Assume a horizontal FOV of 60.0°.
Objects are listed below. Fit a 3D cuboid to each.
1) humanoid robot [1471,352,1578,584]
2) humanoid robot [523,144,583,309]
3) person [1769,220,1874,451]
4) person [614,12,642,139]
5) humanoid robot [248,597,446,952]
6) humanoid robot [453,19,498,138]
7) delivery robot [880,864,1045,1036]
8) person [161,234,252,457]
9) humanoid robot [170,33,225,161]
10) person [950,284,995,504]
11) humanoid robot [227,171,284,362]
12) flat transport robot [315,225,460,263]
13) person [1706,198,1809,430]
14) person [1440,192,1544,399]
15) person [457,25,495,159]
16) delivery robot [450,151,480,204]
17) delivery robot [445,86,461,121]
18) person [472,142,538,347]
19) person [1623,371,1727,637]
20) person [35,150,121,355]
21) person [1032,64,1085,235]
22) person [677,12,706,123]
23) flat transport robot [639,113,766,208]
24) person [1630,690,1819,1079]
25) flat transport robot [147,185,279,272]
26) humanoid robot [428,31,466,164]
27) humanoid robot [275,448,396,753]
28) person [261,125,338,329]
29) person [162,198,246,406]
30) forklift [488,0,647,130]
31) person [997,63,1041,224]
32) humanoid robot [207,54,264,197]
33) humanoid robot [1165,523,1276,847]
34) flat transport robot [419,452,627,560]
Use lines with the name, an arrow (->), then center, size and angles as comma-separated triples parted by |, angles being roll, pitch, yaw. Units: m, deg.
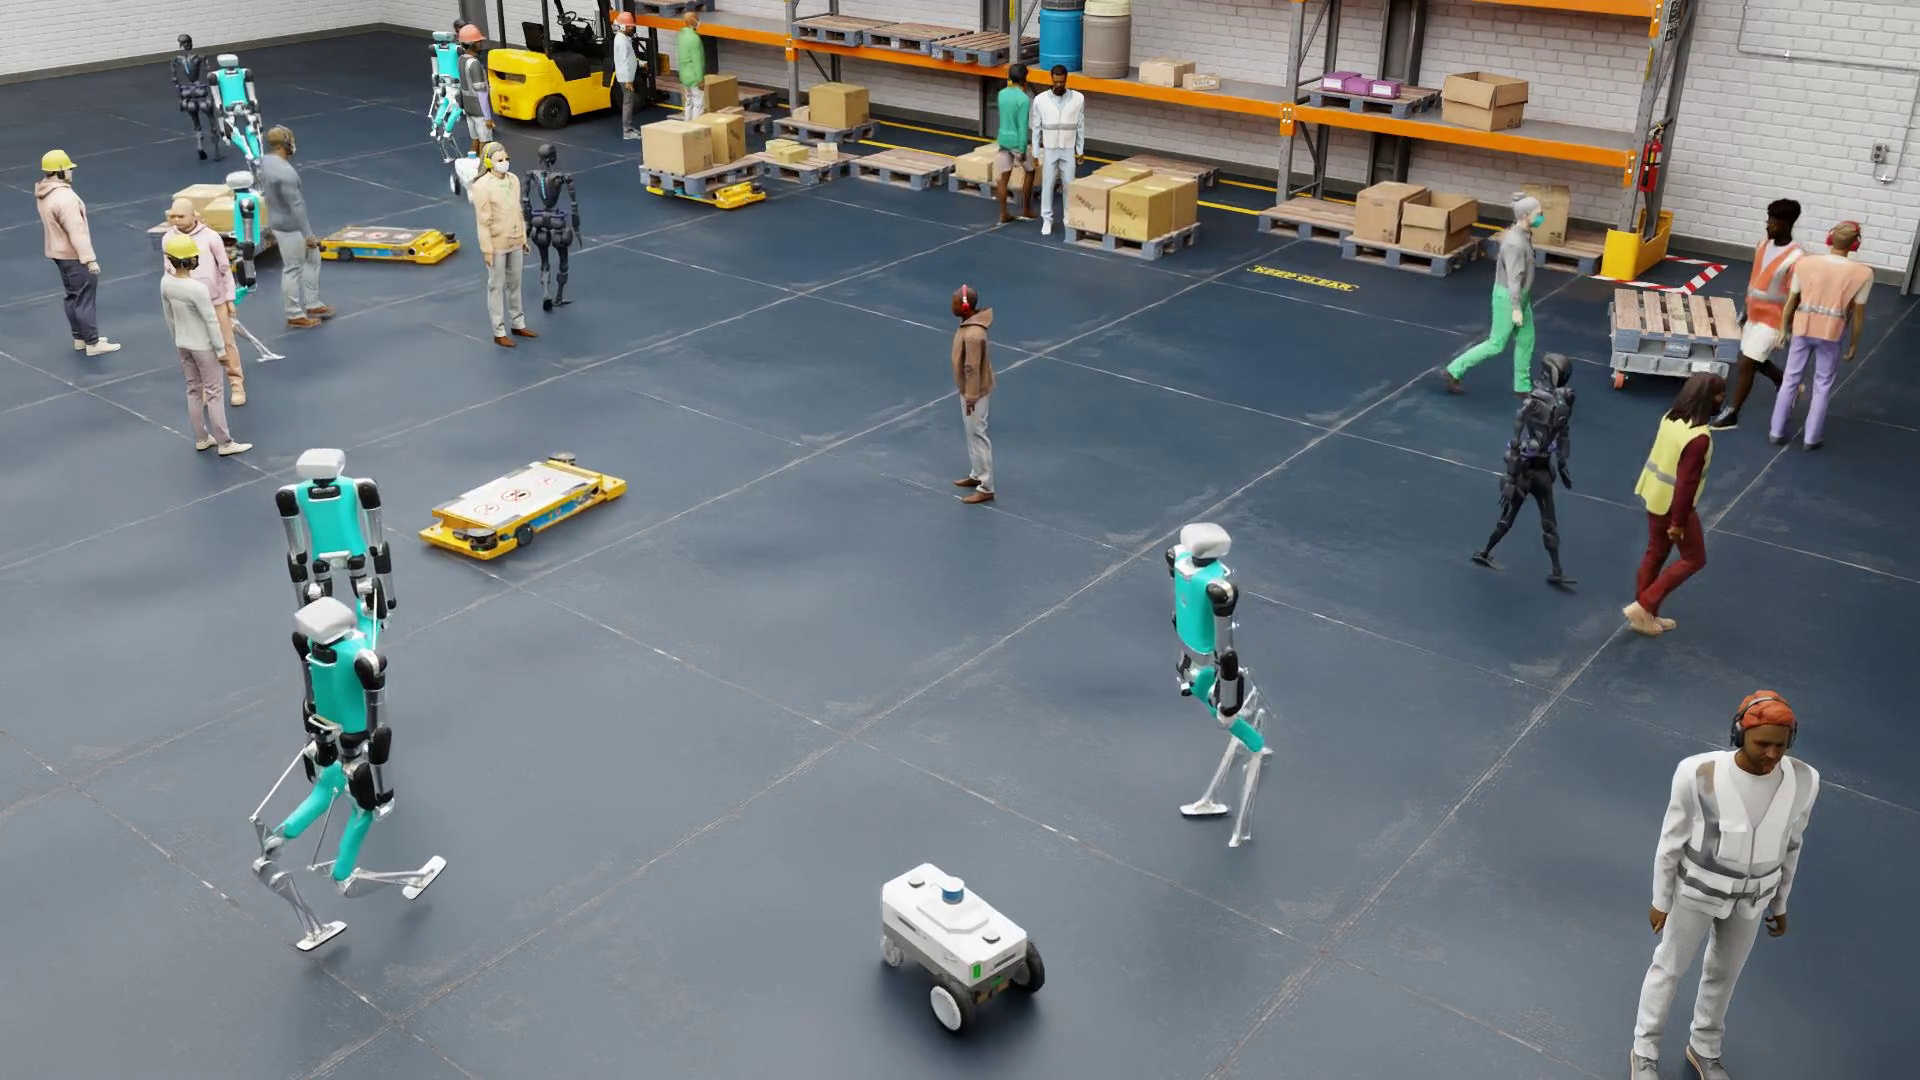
humanoid robot -> 3.805, -0.472, 10.972 | 0.601, 1.623, 0.752 | -16, 30, -30
humanoid robot -> -4.038, -3.065, 16.331 | 0.613, 1.644, 0.499 | 4, 26, 9
person -> 6.739, -1.592, 13.069 | 0.571, 1.835, 0.383 | 16, 30, 30
person -> -4.669, -6.538, 23.422 | 0.349, 1.738, 0.571 | -5, 26, -10
humanoid robot -> -2.878, 1.123, 7.551 | 0.546, 1.738, 1.005 | 16, 30, 29
humanoid robot -> -6.840, -6.473, 23.372 | 0.401, 1.637, 0.612 | 8, 27, 16
delivery robot -> -0.028, 1.795, 7.514 | 0.499, 0.587, 0.788 | -21, 33, -36
person -> -5.928, -1.518, 12.991 | 0.532, 1.767, 0.310 | 13, 29, 26
humanoid robot -> -10.139, -5.883, 22.127 | 0.589, 1.645, 0.376 | -2, 26, -4
person -> 0.092, -1.085, 12.241 | 0.321, 1.641, 0.477 | -4, 26, -8
humanoid robot -> -6.620, -2.362, 14.799 | 0.967, 1.766, 0.550 | -10, 28, -20
flat transport robot -> -6.320, -3.245, 18.291 | 1.431, 0.231, 0.659 | 4, 26, 8
person -> 6.579, -1.819, 13.428 | 0.825, 1.933, 0.631 | -3, 26, -7
person -> 4.617, -2.052, 14.053 | 0.837, 1.807, 0.513 | 13, 29, 24
person -> -5.907, -5.281, 20.468 | 0.366, 2.048, 0.606 | -17, 31, -31
delivery robot -> -5.996, -4.502, 20.543 | 0.499, 0.575, 0.759 | -12, 28, -24
delivery robot -> -7.565, -6.606, 24.895 | 0.499, 0.570, 0.750 | 2, 26, 4
person -> -4.239, -2.752, 15.424 | 0.398, 1.875, 0.554 | 15, 29, 28
person -> 4.424, -0.209, 10.291 | 0.434, 1.757, 0.468 | -1, 26, -3
person -> -8.091, -2.604, 15.143 | 0.428, 1.859, 0.794 | -22, 33, -38
person -> 1.111, -4.425, 18.855 | 0.597, 1.909, 0.399 | -2, 26, -5
person -> -3.720, -6.430, 23.159 | 0.388, 1.772, 0.552 | -15, 30, -28
flat transport robot -> -3.157, -4.352, 20.584 | 1.431, 0.231, 0.659 | 18, 31, 33
person -> 3.075, 1.447, 6.720 | 0.574, 1.882, 0.356 | 0, 26, -1
flat transport robot -> -7.979, -3.175, 18.146 | 0.659, 0.231, 1.431 | 2, 26, 4
humanoid robot -> -6.687, -5.696, 21.532 | 0.533, 1.672, 0.735 | 8, 27, 15
humanoid robot -> -3.336, 0.482, 9.001 | 0.539, 1.879, 0.743 | -5, 26, -10
person -> -6.276, -2.957, 15.798 | 0.561, 1.920, 0.688 | -12, 28, -24
person -> -6.348, -1.996, 13.961 | 0.538, 1.781, 0.398 | -4, 26, -8
forklift -> -5.874, -7.334, 24.552 | 1.214, 2.155, 2.313 | 19, 32, 34
person -> 0.687, -4.611, 19.331 | 0.505, 1.829, 0.713 | 20, 32, 35
humanoid robot -> -8.652, -4.939, 20.202 | 0.528, 1.783, 1.047 | -19, 32, -34
humanoid robot -> 1.389, 0.704, 8.410 | 0.708, 1.770, 0.552 | -10, 28, -21
flat transport robot -> -3.161, -0.257, 12.102 | 0.659, 0.231, 1.431 | 15, 30, 29
